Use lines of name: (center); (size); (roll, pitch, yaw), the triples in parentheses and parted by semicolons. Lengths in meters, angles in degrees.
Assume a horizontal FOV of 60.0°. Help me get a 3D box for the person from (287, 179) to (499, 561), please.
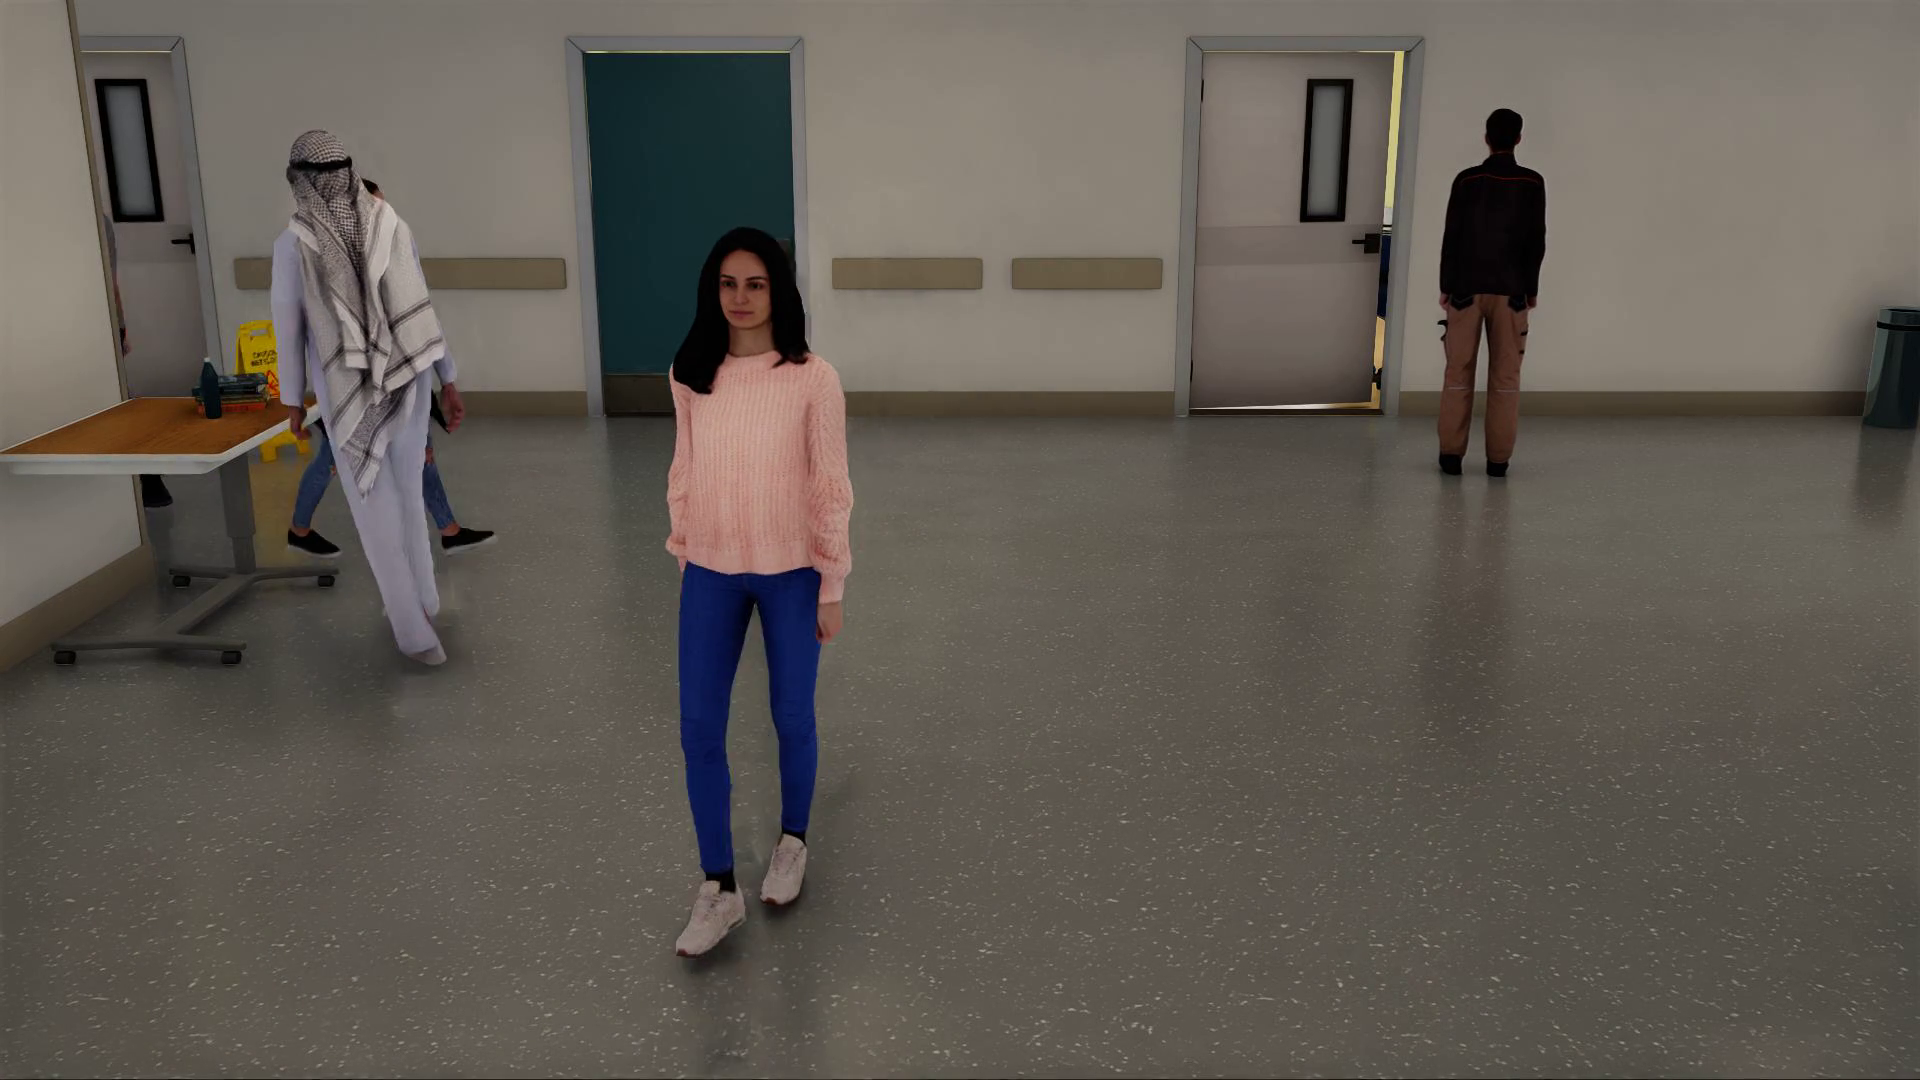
person: (-2.629, -0.659, 7.086); (1.155, 1.629, 0.685); (1, 16, 4)

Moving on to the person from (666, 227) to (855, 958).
person: (-0.477, 0.101, 4.174); (0.843, 1.745, 0.833); (3, 16, 12)

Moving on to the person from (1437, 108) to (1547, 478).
person: (2.797, -1.305, 8.834); (0.571, 1.924, 0.771); (2, 16, 8)

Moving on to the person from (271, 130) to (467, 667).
person: (-2.041, -0.456, 5.872); (1.050, 1.897, 1.095); (-11, 19, -35)
